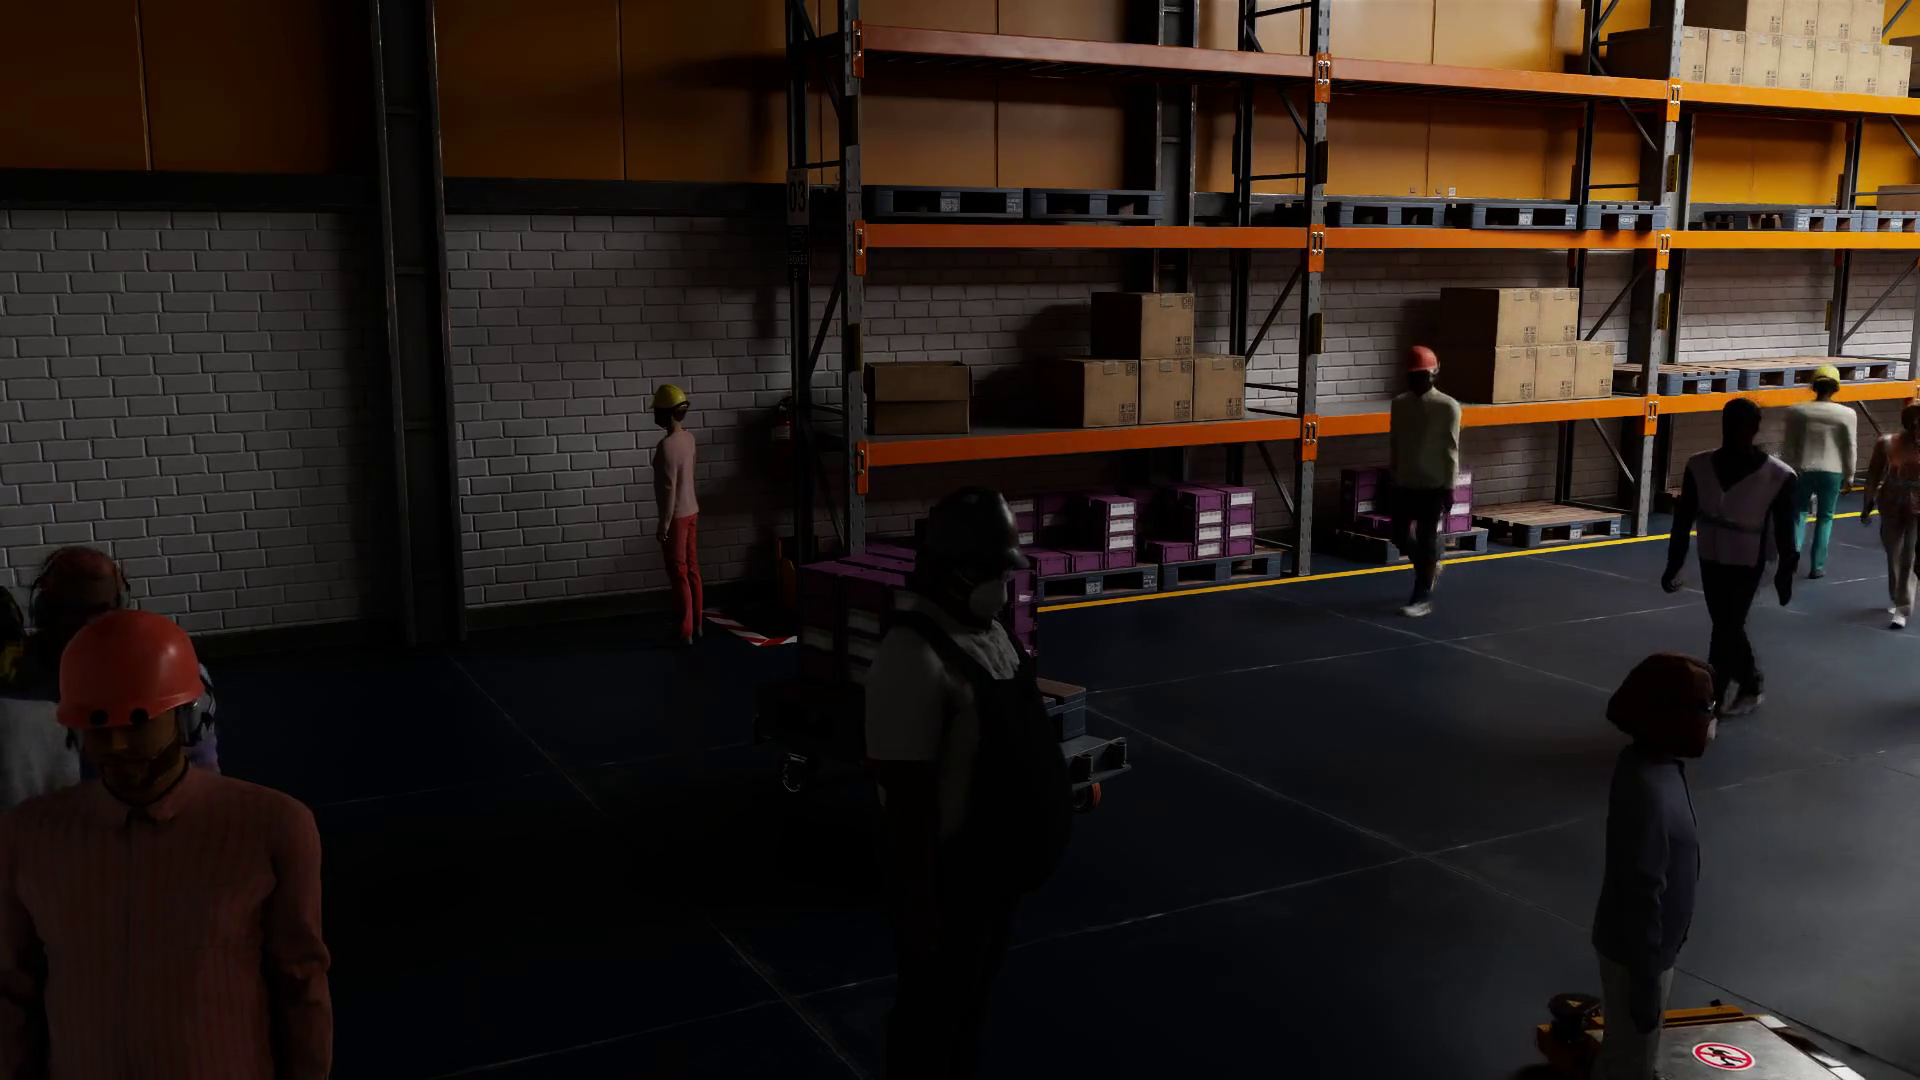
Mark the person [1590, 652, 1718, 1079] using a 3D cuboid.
[{"bbox_3d":[1.792,1.088,4.353,0.269,1.631,0.509,4,11,23],"label":"person"}]

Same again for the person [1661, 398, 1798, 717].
[{"bbox_3d":[4.274,0.138,9.190,1.033,1.867,0.590,-7,12,-33],"label":"person"}]

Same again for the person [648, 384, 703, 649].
[{"bbox_3d":[-1.919,-0.156,11.134,0.316,1.767,0.535,2,10,10],"label":"person"}]

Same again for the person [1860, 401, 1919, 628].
[{"bbox_3d":[6.757,-0.198,11.885,0.515,1.593,0.875,9,13,42],"label":"person"}]

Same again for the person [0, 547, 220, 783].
[{"bbox_3d":[-2.337,0.939,4.517,0.649,1.885,0.460,-3,10,-14],"label":"person"}]

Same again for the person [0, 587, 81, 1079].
[{"bbox_3d":[-2.525,1.025,4.236,0.604,1.806,0.880,-8,13,-40],"label":"person"}]

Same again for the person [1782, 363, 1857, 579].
[{"bbox_3d":[6.924,-0.548,13.425,0.545,1.744,0.436,7,12,37],"label":"person"}]

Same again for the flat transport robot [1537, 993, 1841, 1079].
[{"bbox_3d":[2.343,1.687,4.821,0.652,0.197,1.431,-2,10,-10],"label":"flat transport robot"}]

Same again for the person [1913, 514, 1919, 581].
[{"bbox_3d":[5.854,0.081,9.675,0.543,1.813,1.025,6,11,31],"label":"person"}]

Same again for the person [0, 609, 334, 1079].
[{"bbox_3d":[-1.520,1.108,3.197,0.612,1.995,0.376,-2,10,-14],"label":"person"}]

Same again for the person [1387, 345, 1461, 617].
[{"bbox_3d":[3.395,-0.435,12.138,0.582,1.973,0.622,-9,13,-41],"label":"person"}]
